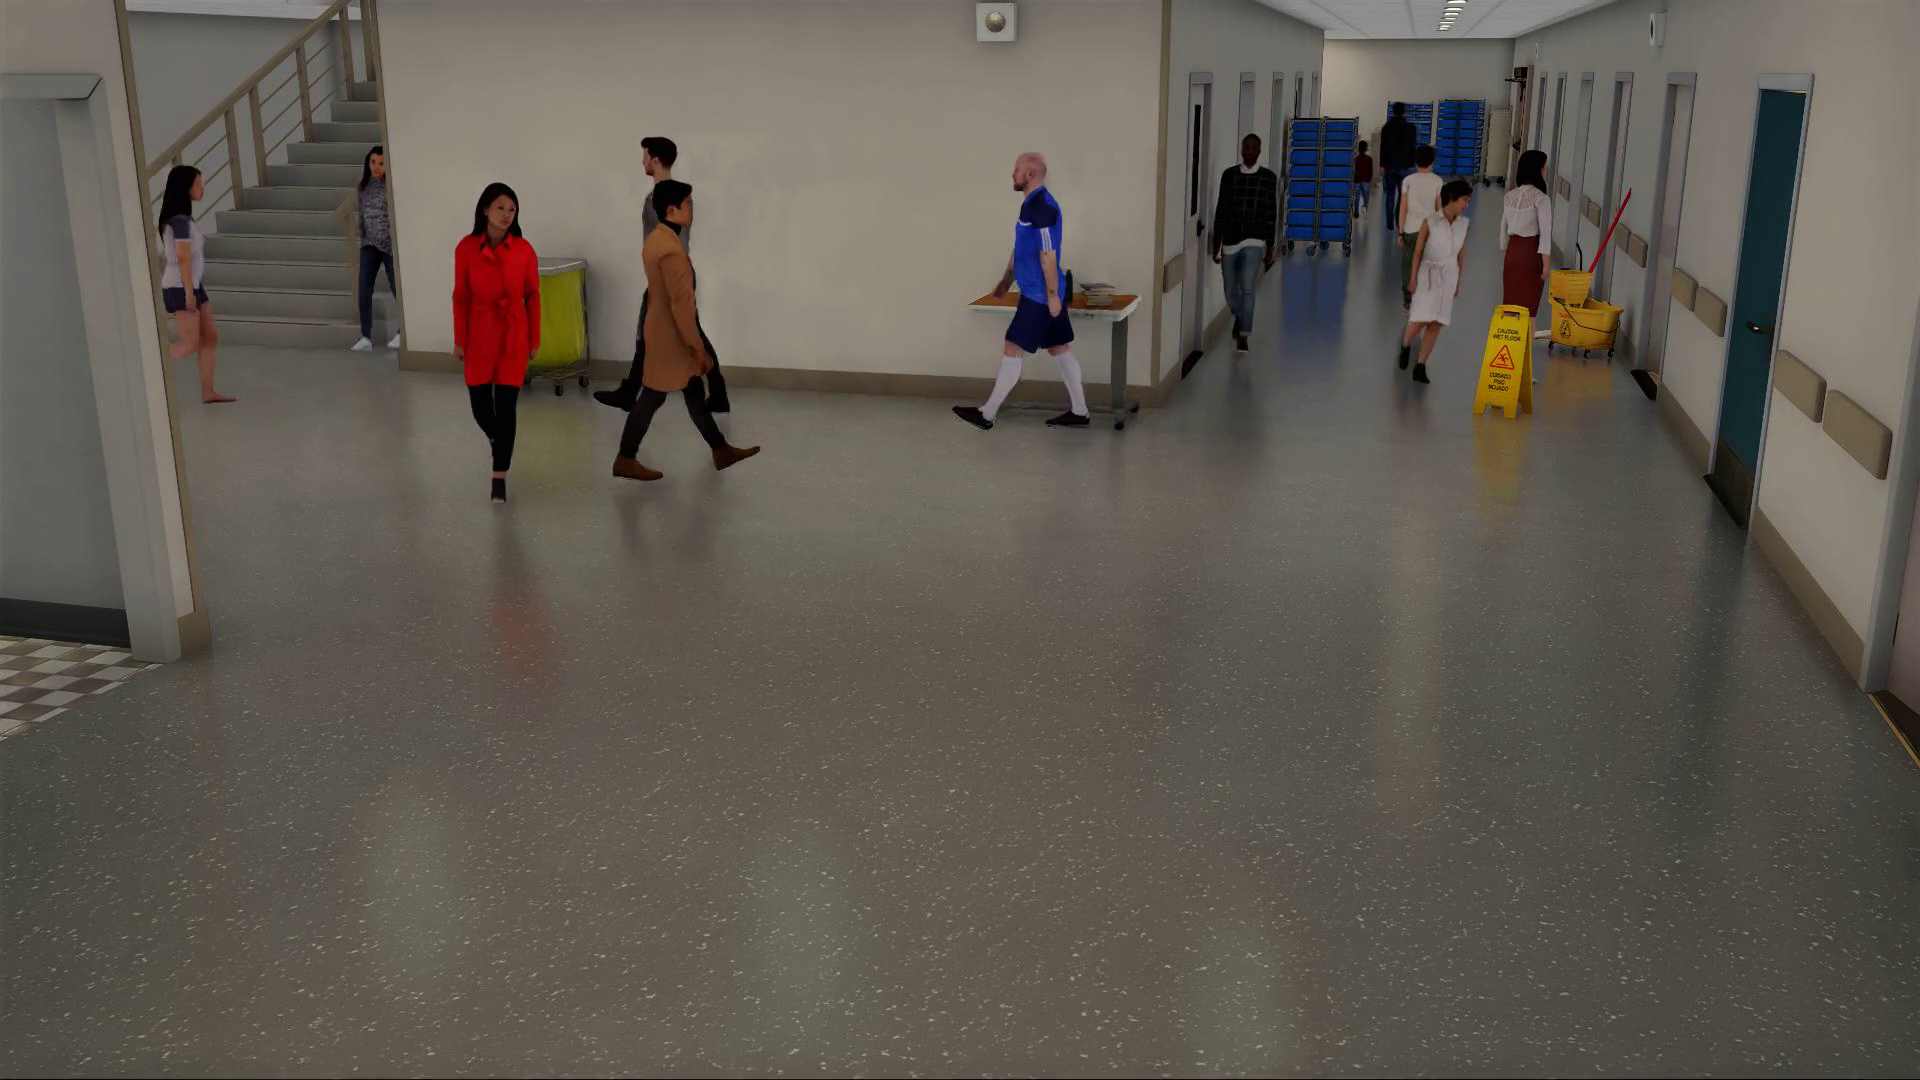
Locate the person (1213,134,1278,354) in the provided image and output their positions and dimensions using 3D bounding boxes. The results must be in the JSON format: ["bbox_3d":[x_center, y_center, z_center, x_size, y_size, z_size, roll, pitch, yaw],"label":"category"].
[{"bbox_3d":[2.416,-2.512,14.150,0.709,1.787,1.166,5,17,19],"label":"person"}]

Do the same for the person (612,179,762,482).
[{"bbox_3d":[-1.728,-1.142,9.402,1.106,1.684,1.161,-4,16,-15],"label":"person"}]

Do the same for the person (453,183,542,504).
[{"bbox_3d":[-2.552,-1.076,9.166,0.853,1.726,0.957,-4,16,-13],"label":"person"}]

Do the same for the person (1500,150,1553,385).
[{"bbox_3d":[4.298,-2.074,12.662,0.719,1.751,0.657,-9,18,-28],"label":"person"}]

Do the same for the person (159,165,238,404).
[{"bbox_3d":[-5.480,-1.735,11.603,0.933,1.674,0.929,-7,17,-24],"label":"person"}]

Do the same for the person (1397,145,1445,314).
[{"bbox_3d":[4.372,-2.888,15.802,0.642,1.614,1.146,3,16,10],"label":"person"}]

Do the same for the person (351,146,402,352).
[{"bbox_3d":[-4.830,-2.463,14.126,0.670,1.705,0.906,4,16,13],"label":"person"}]

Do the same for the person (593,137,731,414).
[{"bbox_3d":[-1.856,-1.713,11.194,0.774,1.852,1.128,4,16,13],"label":"person"}]

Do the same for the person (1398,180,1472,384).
[{"bbox_3d":[3.612,-1.953,12.672,0.757,1.513,0.831,0,16,-2],"label":"person"}]

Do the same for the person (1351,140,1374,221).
[{"bbox_3d":[6.457,-5.758,26.665,0.559,1.244,0.778,2,16,6],"label":"person"}]

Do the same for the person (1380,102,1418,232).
[{"bbox_3d":[6.490,-5.522,24.667,0.659,1.873,0.923,4,16,14],"label":"person"}]

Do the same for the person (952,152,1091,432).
[{"bbox_3d":[0.607,-1.558,10.765,0.935,1.788,1.153,0,16,-1],"label":"person"}]
